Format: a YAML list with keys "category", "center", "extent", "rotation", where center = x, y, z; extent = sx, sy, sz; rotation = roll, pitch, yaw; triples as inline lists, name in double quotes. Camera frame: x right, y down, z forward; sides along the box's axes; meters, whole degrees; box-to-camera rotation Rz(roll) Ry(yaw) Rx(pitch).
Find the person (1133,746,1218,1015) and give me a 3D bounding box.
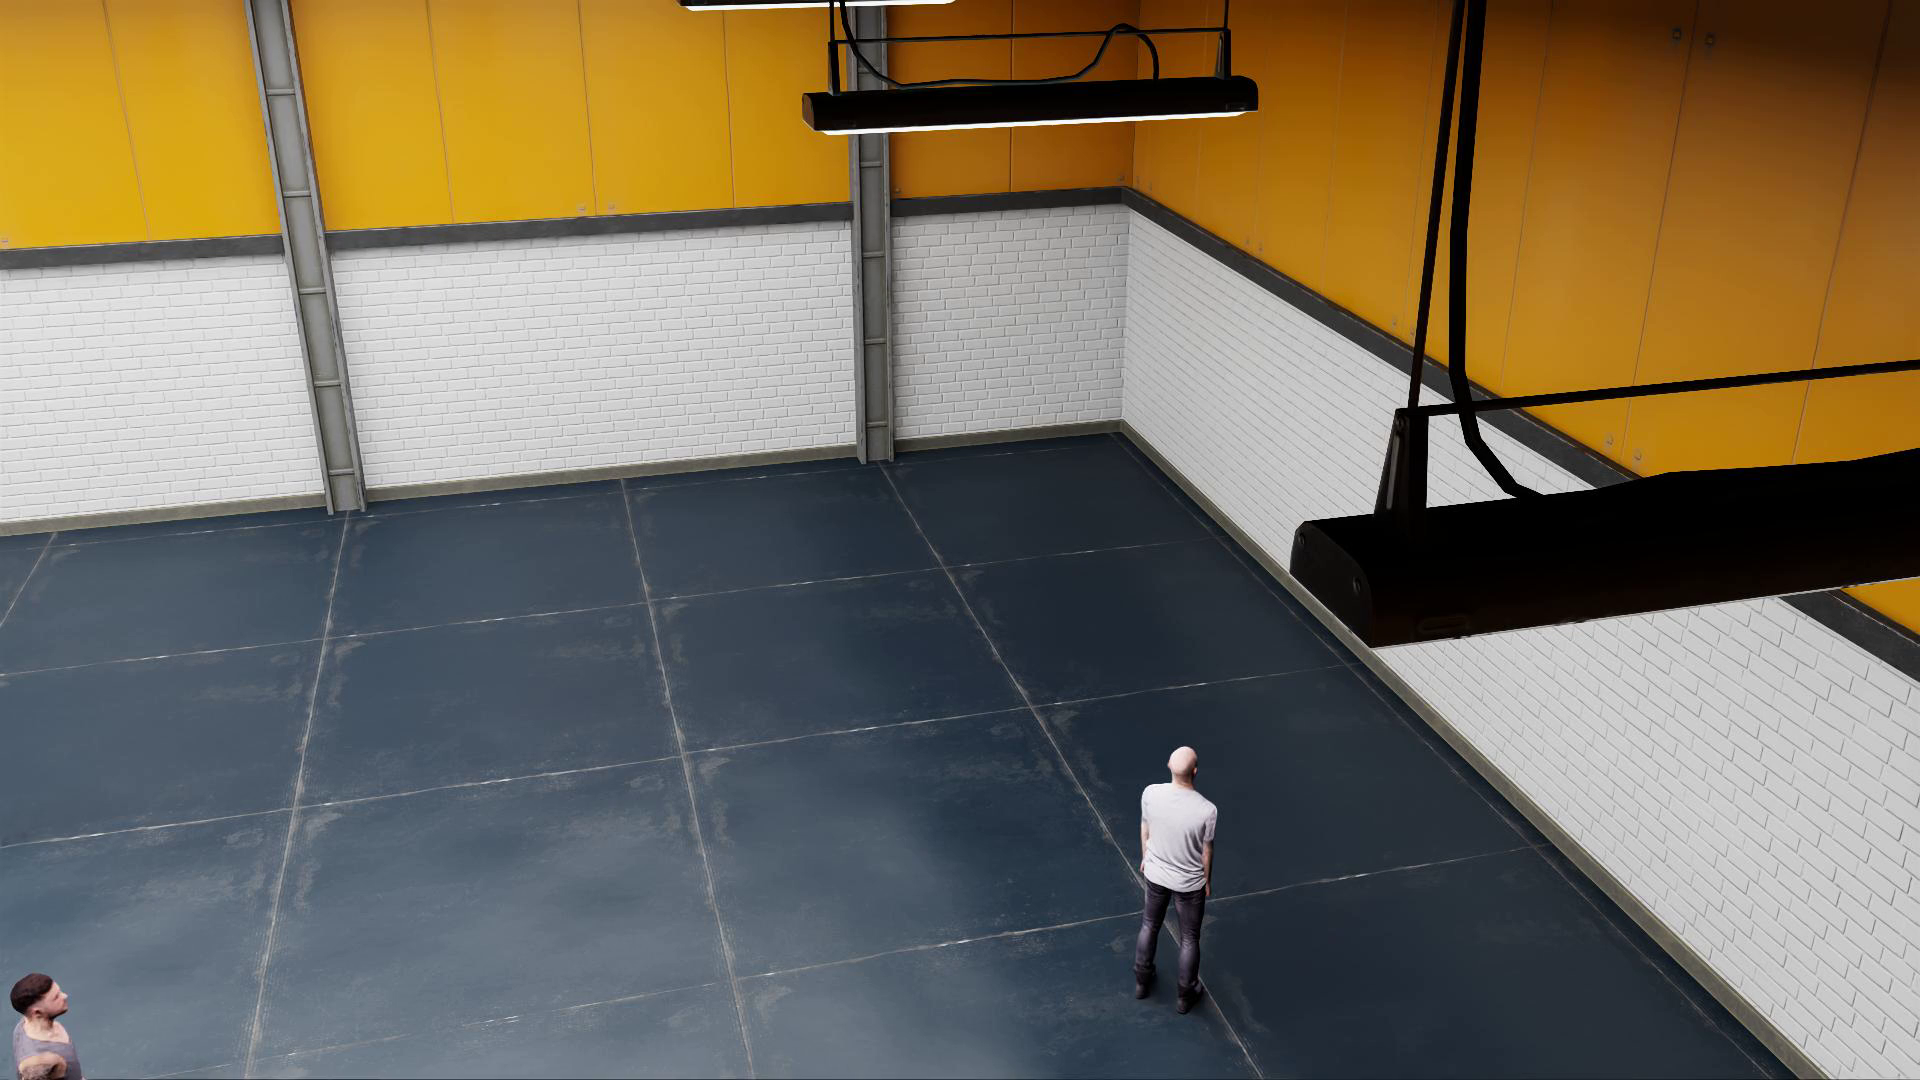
- category: "person"
  center: [1.351, 2.132, 10.510]
  extent: [0.737, 1.829, 0.794]
  rotation: [14, 27, 28]
